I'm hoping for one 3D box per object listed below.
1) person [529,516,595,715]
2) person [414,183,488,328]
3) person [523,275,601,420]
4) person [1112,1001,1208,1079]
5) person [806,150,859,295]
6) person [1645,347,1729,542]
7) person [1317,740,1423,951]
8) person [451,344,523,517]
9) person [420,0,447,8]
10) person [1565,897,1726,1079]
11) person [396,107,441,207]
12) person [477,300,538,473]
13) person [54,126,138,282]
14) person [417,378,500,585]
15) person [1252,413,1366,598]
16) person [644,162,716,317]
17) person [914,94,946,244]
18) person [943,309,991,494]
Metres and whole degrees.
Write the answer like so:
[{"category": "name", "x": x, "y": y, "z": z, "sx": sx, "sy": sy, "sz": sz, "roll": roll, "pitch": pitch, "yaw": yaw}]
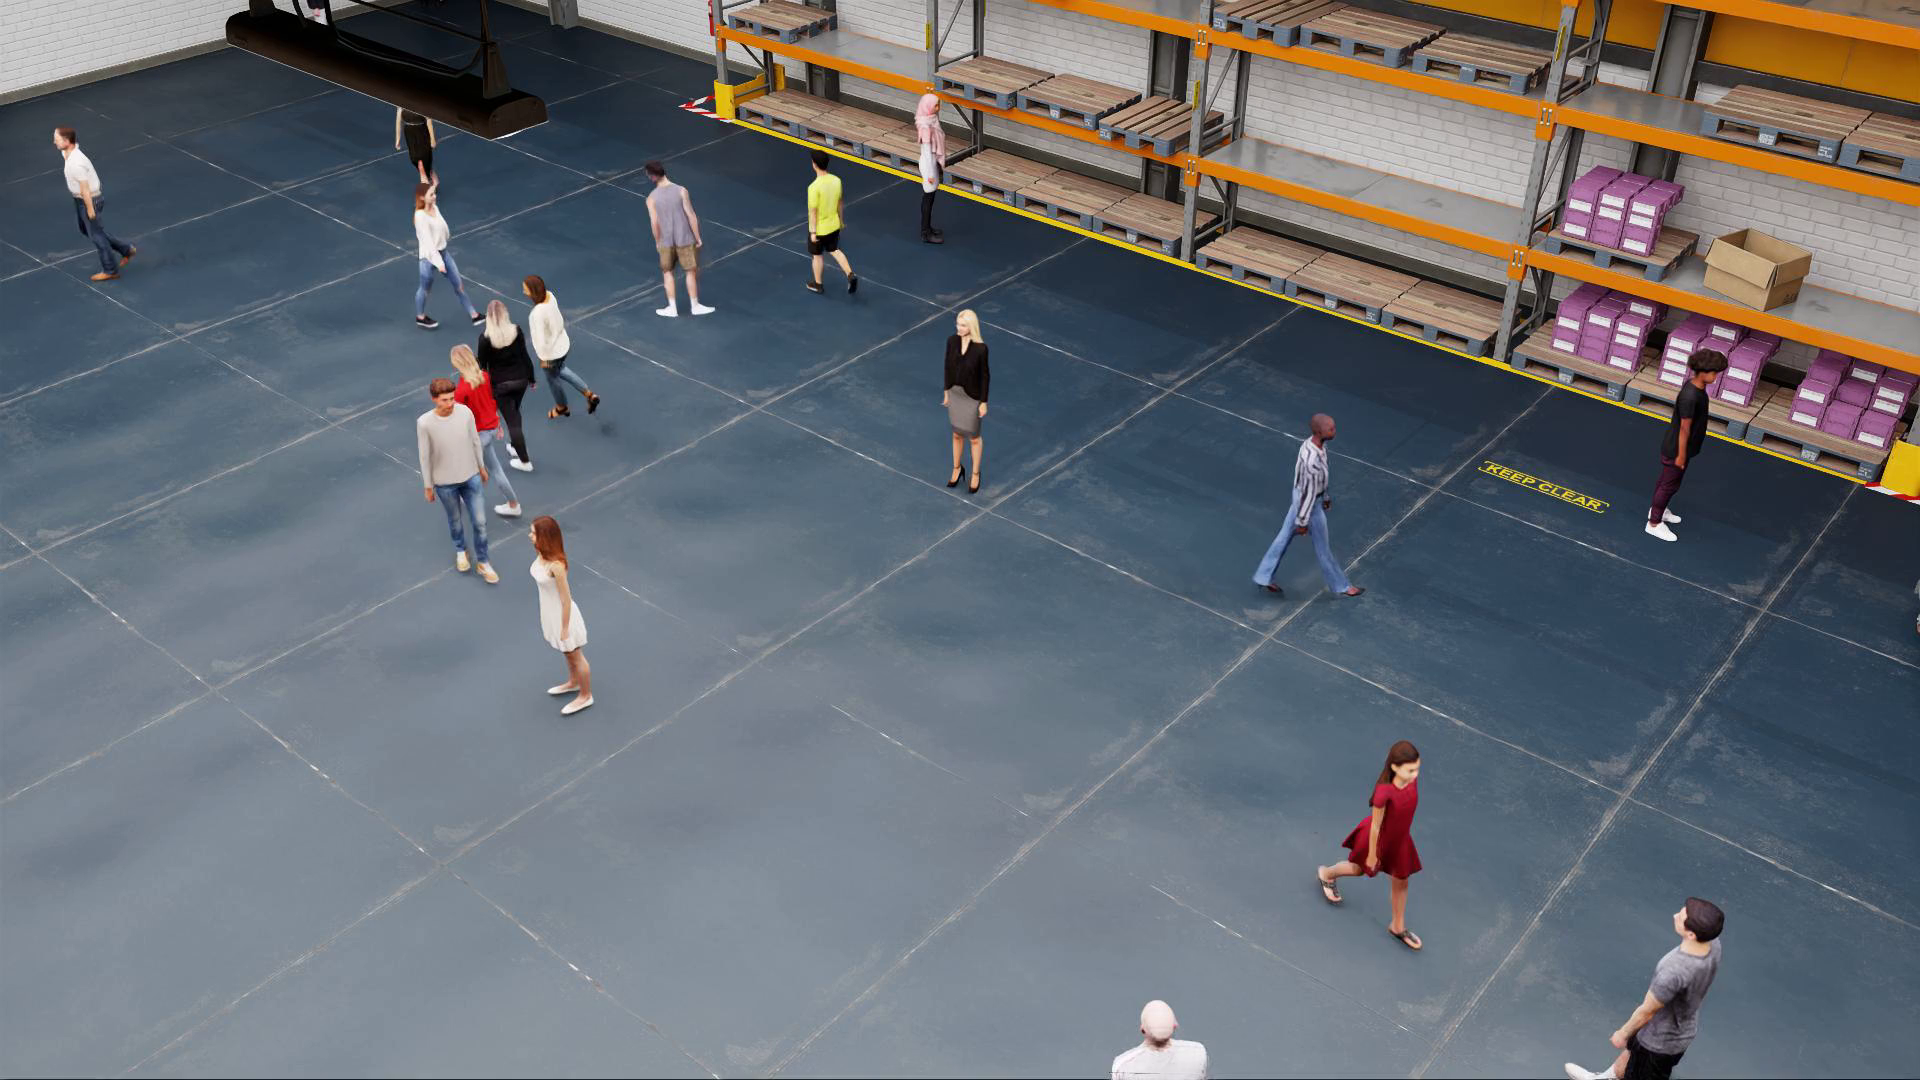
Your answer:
[{"category": "person", "x": -3.008, "y": 0.542, "z": 12.523, "sx": 0.687, "sy": 1.711, "sz": 0.576, "roll": -17, "pitch": 37, "yaw": -24}, {"category": "person", "x": -5.751, "y": -3.014, "z": 17.938, "sx": 1.192, "sy": 1.641, "sz": 0.943, "roll": 8, "pitch": 34, "yaw": 12}, {"category": "person", "x": -3.881, "y": -1.842, "z": 16.167, "sx": 0.956, "sy": 1.647, "sz": 0.860, "roll": 10, "pitch": 35, "yaw": 15}, {"category": "person", "x": 1.027, "y": 3.102, "z": 8.575, "sx": 1.035, "sy": 1.819, "sz": 1.104, "roll": -4, "pitch": 34, "yaw": -6}, {"category": "person", "x": -1.460, "y": -3.523, "z": 18.656, "sx": 0.951, "sy": 1.692, "sz": 0.663, "roll": 28, "pitch": 43, "yaw": 35}, {"category": "person", "x": 6.335, "y": -0.873, "z": 14.591, "sx": 0.645, "sy": 1.780, "sz": 0.680, "roll": 16, "pitch": 37, "yaw": 22}, {"category": "person", "x": 2.671, "y": 1.869, "z": 10.694, "sx": 0.704, "sy": 1.526, "sz": 1.104, "roll": -22, "pitch": 40, "yaw": -30}, {"category": "person", "x": -4.167, "y": -0.916, "z": 14.753, "sx": 0.990, "sy": 1.671, "sz": 0.833, "roll": 9, "pitch": 35, "yaw": 13}, {"category": "person", "x": -9.160, "y": -10.083, "z": 28.312, "sx": 0.872, "sy": 1.928, "sz": 0.939, "roll": -2, "pitch": 34, "yaw": -3}, {"category": "person", "x": 3.933, "y": 2.726, "z": 9.114, "sx": 0.782, "sy": 1.849, "sz": 1.046, "roll": -25, "pitch": 41, "yaw": -32}, {"category": "person", "x": -6.844, "y": -5.096, "z": 21.129, "sx": 1.115, "sy": 1.576, "sz": 0.995, "roll": 6, "pitch": 34, "yaw": 9}, {"category": "person", "x": -4.149, "y": -1.401, "z": 15.488, "sx": 0.777, "sy": 1.664, "sz": 0.822, "roll": -26, "pitch": 41, "yaw": -33}, {"category": "person", "x": -9.874, "y": -3.881, "z": 19.059, "sx": 0.891, "sy": 1.842, "sz": 0.854, "roll": -17, "pitch": 37, "yaw": -24}, {"category": "person", "x": -4.278, "y": -0.573, "z": 14.052, "sx": 0.899, "sy": 1.876, "sz": 1.003, "roll": -15, "pitch": 37, "yaw": -22}, {"category": "person", "x": 2.756, "y": -0.251, "z": 13.682, "sx": 1.257, "sy": 1.750, "sz": 1.067, "roll": 4, "pitch": 34, "yaw": 5}, {"category": "person", "x": -3.063, "y": -3.289, "z": 18.307, "sx": 0.844, "sy": 1.798, "sz": 0.896, "roll": 4, "pitch": 34, "yaw": 5}, {"category": "person", "x": -0.374, "y": -4.470, "z": 19.981, "sx": 0.789, "sy": 1.804, "sz": 0.737, "roll": -1, "pitch": 34, "yaw": -1}, {"category": "person", "x": 0.064, "y": -1.261, "z": 15.116, "sx": 0.531, "sy": 1.843, "sz": 0.694, "roll": 18, "pitch": 38, "yaw": 25}]
